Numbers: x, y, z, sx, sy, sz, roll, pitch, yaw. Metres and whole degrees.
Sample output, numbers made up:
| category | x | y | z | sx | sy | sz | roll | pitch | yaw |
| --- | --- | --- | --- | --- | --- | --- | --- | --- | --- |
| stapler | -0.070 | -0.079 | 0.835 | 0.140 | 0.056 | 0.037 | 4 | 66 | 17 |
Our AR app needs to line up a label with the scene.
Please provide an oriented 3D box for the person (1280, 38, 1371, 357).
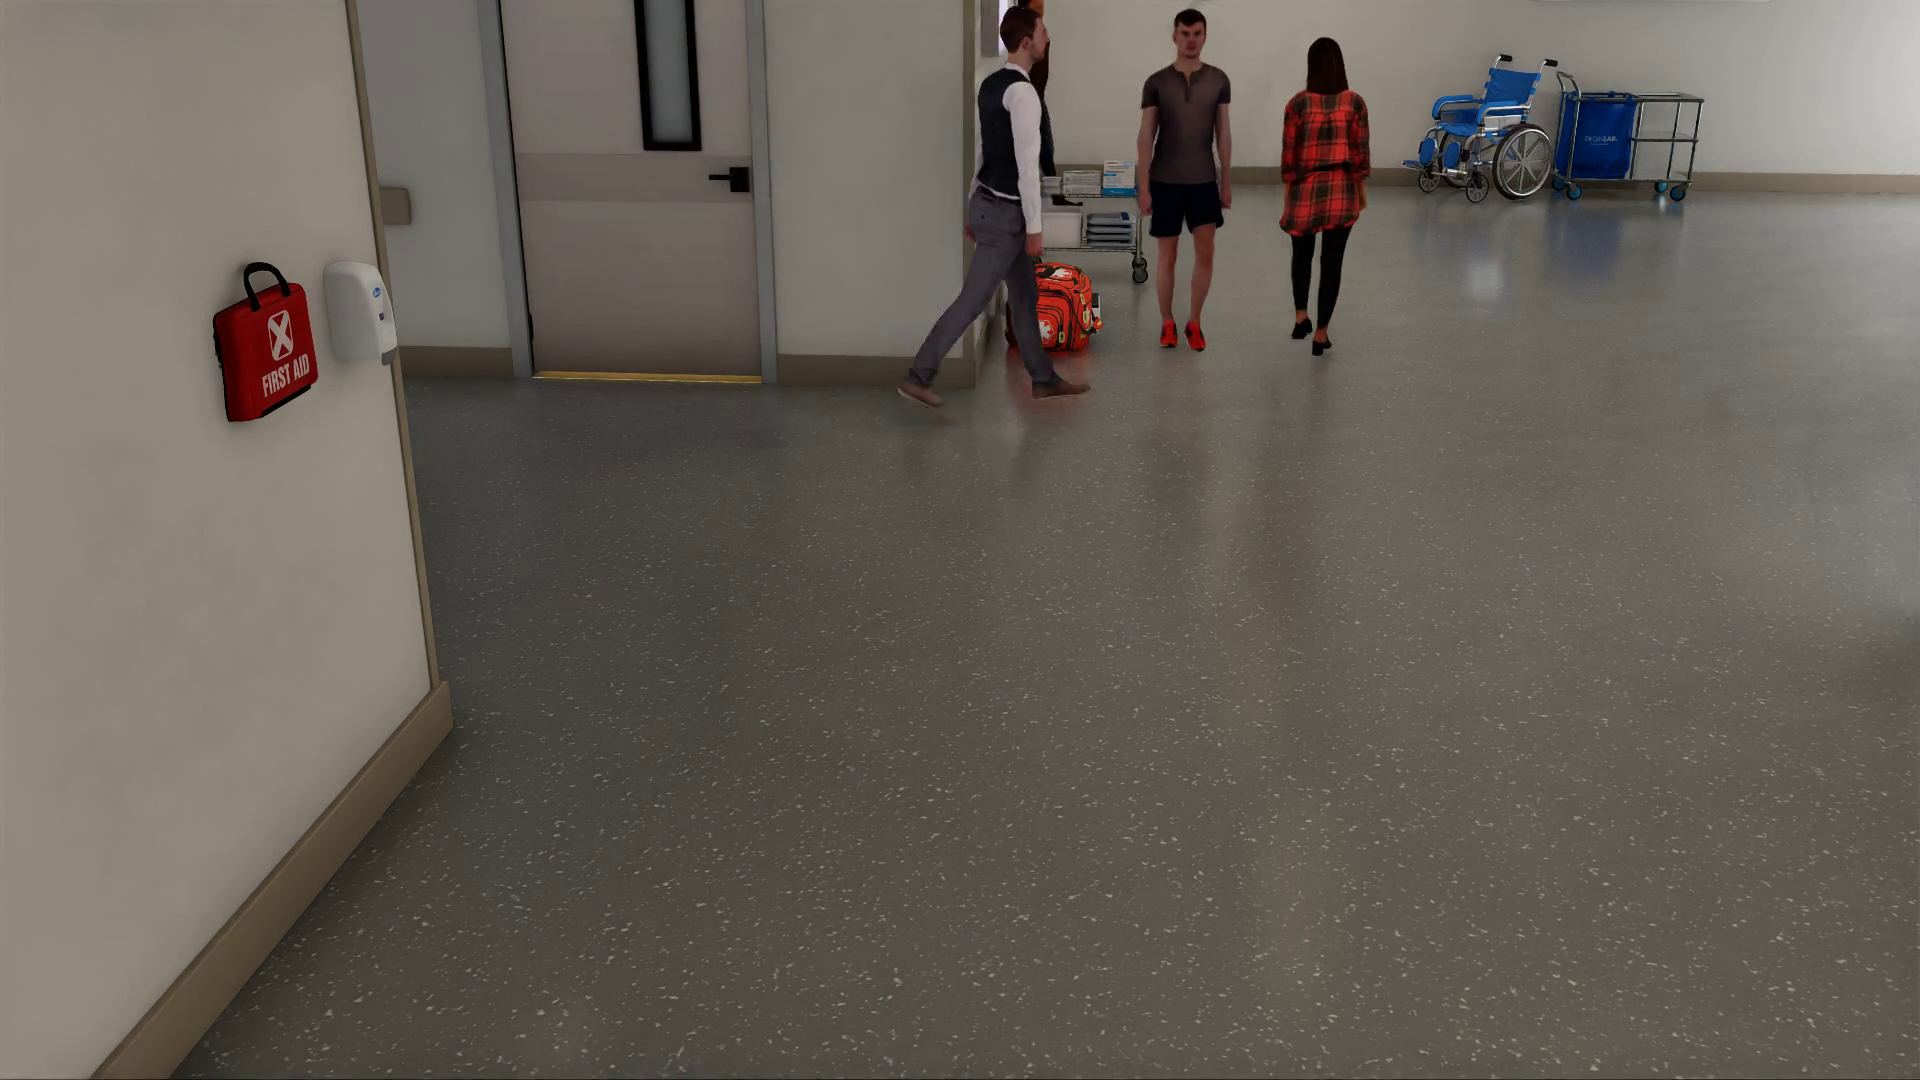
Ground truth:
| category | x | y | z | sx | sy | sz | roll | pitch | yaw |
| --- | --- | --- | --- | --- | --- | --- | --- | --- | --- |
| person | 1.954 | -1.829 | 9.018 | 0.685 | 1.687 | 0.675 | 7 | 22 | 18 |

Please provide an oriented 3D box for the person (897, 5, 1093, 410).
| category | x | y | z | sx | sy | sz | roll | pitch | yaw |
| --- | --- | --- | --- | --- | --- | --- | --- | --- | --- |
| person | 0.104 | -1.517 | 7.901 | 0.991 | 1.894 | 1.257 | -7 | 22 | -17 |

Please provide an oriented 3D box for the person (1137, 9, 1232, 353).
| category | x | y | z | sx | sy | sz | roll | pitch | yaw |
| --- | --- | --- | --- | --- | --- | --- | --- | --- | --- |
| person | 1.223 | -1.969 | 9.183 | 0.727 | 1.833 | 0.747 | 0 | 21 | 1 |

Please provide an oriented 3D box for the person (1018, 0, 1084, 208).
| category | x | y | z | sx | sy | sz | roll | pitch | yaw |
| --- | --- | --- | --- | --- | --- | --- | --- | --- | --- |
| person | 0.441 | -3.386 | 13.069 | 1.145 | 1.729 | 1.153 | 17 | 27 | 38 |
